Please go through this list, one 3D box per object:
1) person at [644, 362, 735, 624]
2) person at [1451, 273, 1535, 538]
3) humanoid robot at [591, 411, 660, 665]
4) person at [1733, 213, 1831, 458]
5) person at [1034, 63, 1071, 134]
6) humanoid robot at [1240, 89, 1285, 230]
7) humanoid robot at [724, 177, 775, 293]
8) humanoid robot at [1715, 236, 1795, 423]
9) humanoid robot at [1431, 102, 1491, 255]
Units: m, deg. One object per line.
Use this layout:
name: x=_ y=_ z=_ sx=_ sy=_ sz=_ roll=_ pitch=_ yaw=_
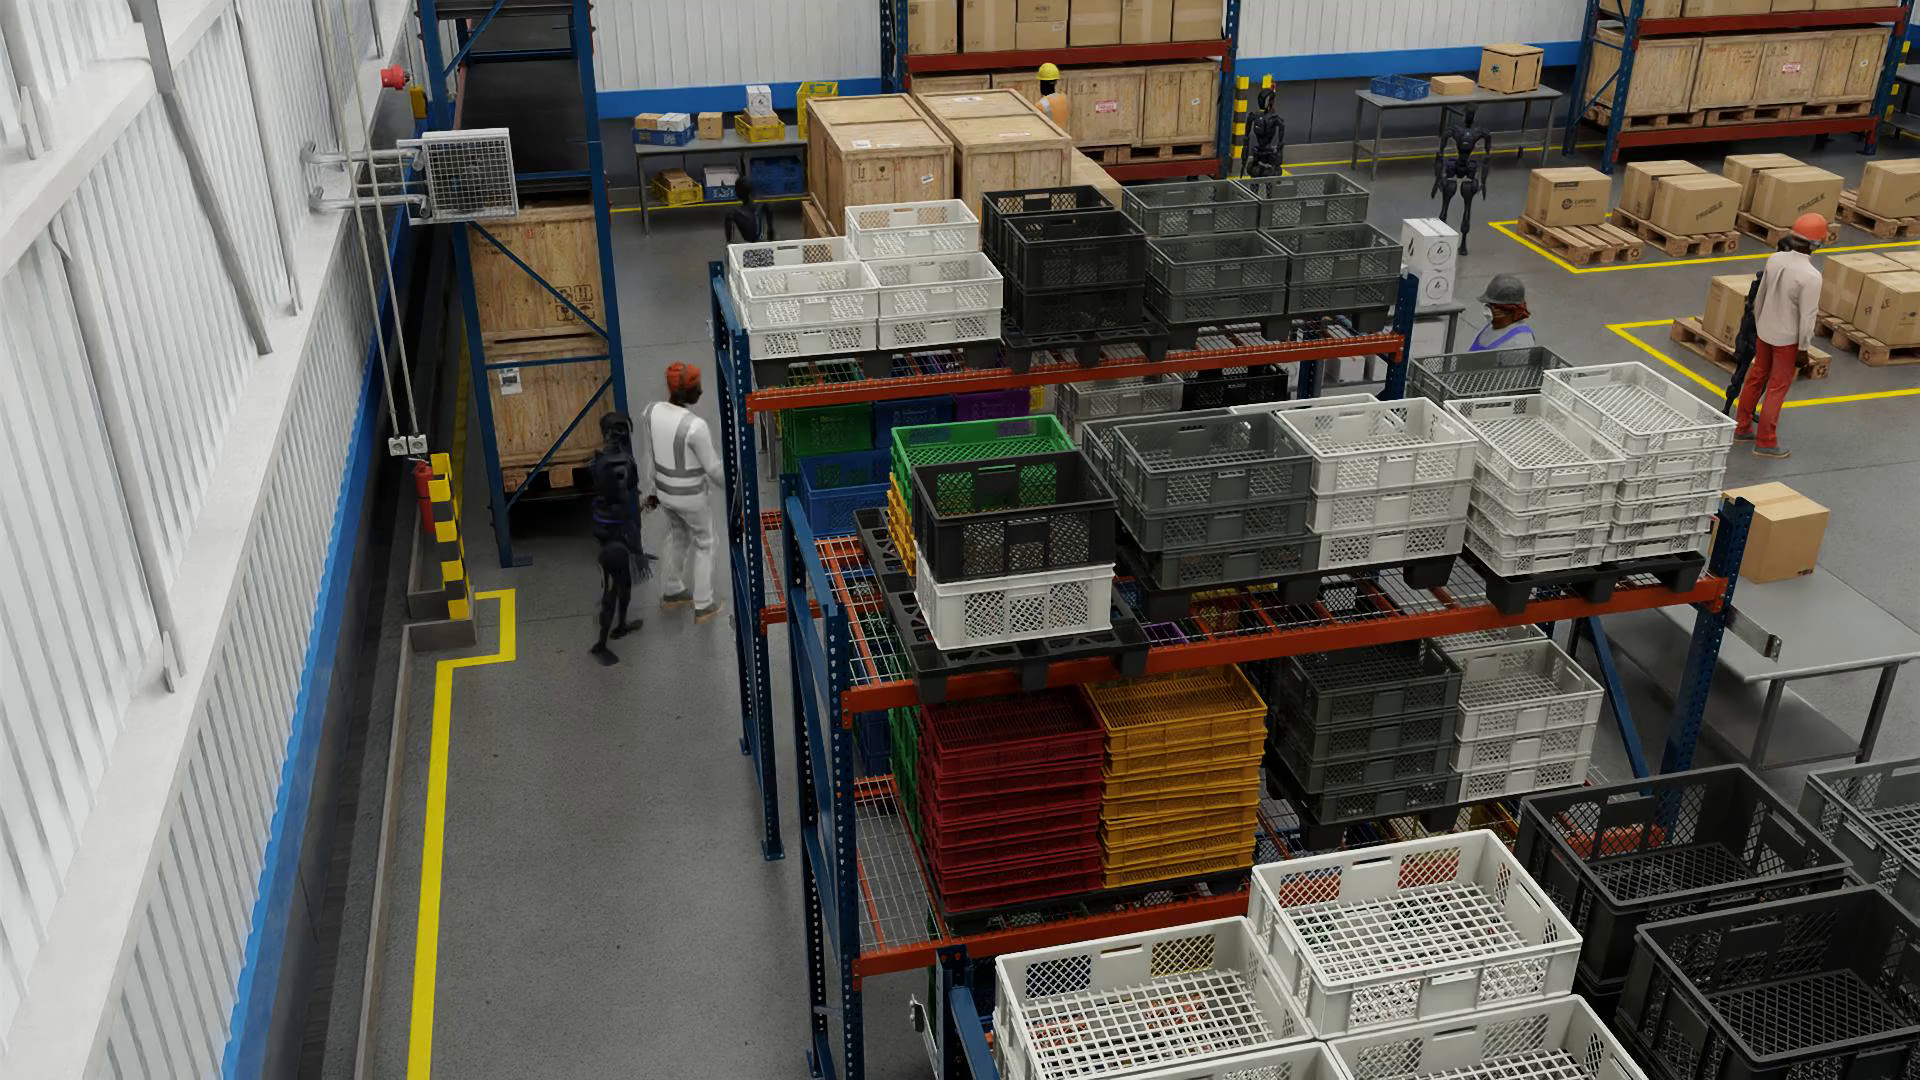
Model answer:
person: x=-1.745 y=-0.316 z=10.941 sx=0.601 sy=1.858 sz=0.510 roll=25 pitch=37 yaw=39
person: x=3.769 y=-0.935 z=11.923 sx=0.536 sy=2.000 sz=0.679 roll=1 pitch=28 yaw=2
humanoid robot: x=-2.187 y=-0.027 z=10.600 sx=0.514 sy=1.640 sz=0.664 roll=-6 pitch=28 yaw=-11
person: x=6.587 y=-1.634 z=13.296 sx=0.385 sy=1.992 sz=0.622 roll=-6 pitch=28 yaw=-11
person: x=0.972 y=-4.300 z=18.428 sx=0.381 sy=1.924 sz=0.592 roll=21 pitch=34 yaw=34
humanoid robot: x=3.367 y=-4.164 z=18.436 sx=0.335 sy=1.651 sz=0.570 roll=-24 pitch=36 yaw=-38
humanoid robot: x=-1.882 y=-2.533 z=15.350 sx=0.585 sy=1.650 sz=0.529 roll=-19 pitch=33 yaw=-32
humanoid robot: x=6.690 y=-1.726 z=13.810 sx=0.570 sy=1.651 sz=0.326 roll=-7 pitch=29 yaw=-13
humanoid robot: x=5.390 y=-3.889 z=17.912 sx=0.571 sy=1.650 sz=0.340 roll=6 pitch=28 yaw=11
